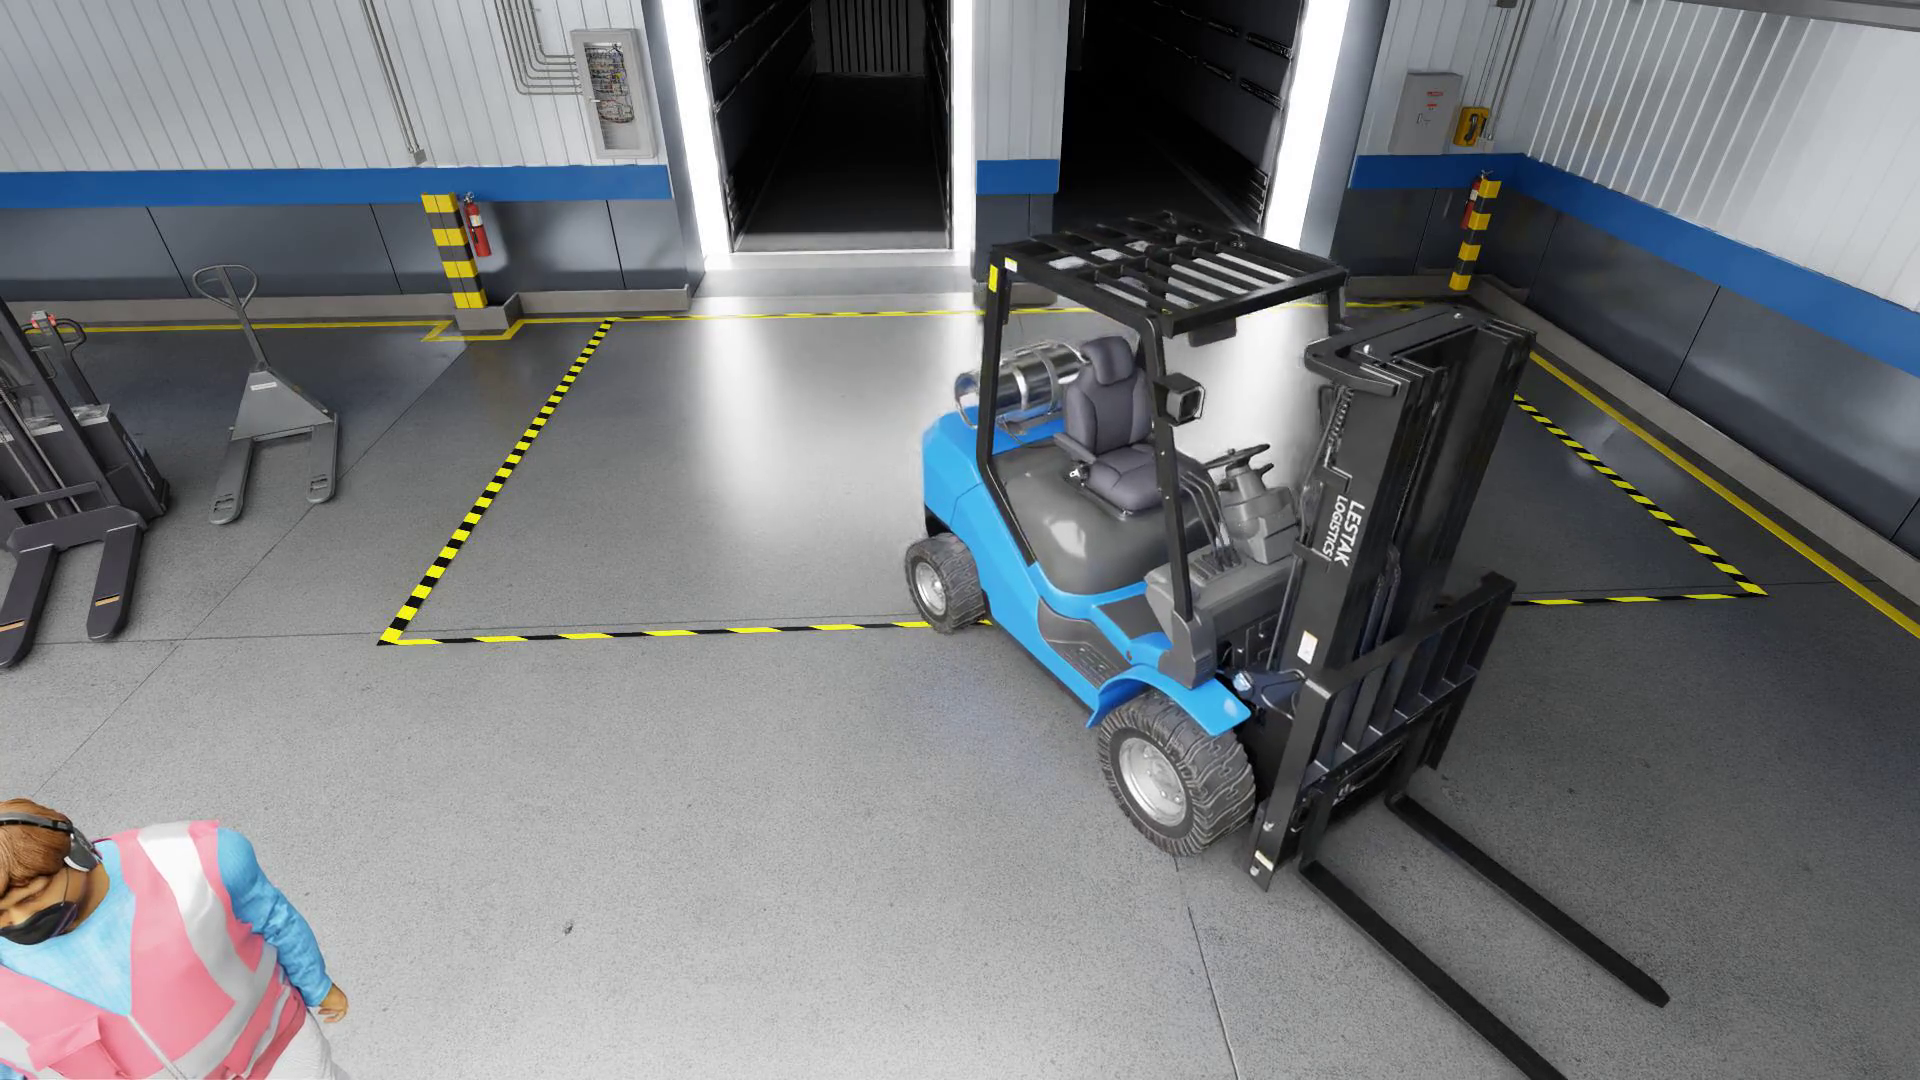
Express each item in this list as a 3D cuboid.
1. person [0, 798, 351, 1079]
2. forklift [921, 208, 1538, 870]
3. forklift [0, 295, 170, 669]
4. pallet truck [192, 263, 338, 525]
[{"bbox_3d":[-1.884,1.289,2.273,0.429,1.841,0.631,29,44,34],"label":"person"},{"bbox_3d":[0.869,-0.280,4.082,1.157,2.036,2.680,-21,40,-27],"label":"forklift"},{"bbox_3d":[-5.212,-0.618,4.878,0.823,1.965,1.885,-20,39,-26],"label":"forklift"},{"bbox_3d":[-4.778,-1.027,6.128,0.680,1.201,1.601,-17,38,-23],"label":"pallet truck"}]
